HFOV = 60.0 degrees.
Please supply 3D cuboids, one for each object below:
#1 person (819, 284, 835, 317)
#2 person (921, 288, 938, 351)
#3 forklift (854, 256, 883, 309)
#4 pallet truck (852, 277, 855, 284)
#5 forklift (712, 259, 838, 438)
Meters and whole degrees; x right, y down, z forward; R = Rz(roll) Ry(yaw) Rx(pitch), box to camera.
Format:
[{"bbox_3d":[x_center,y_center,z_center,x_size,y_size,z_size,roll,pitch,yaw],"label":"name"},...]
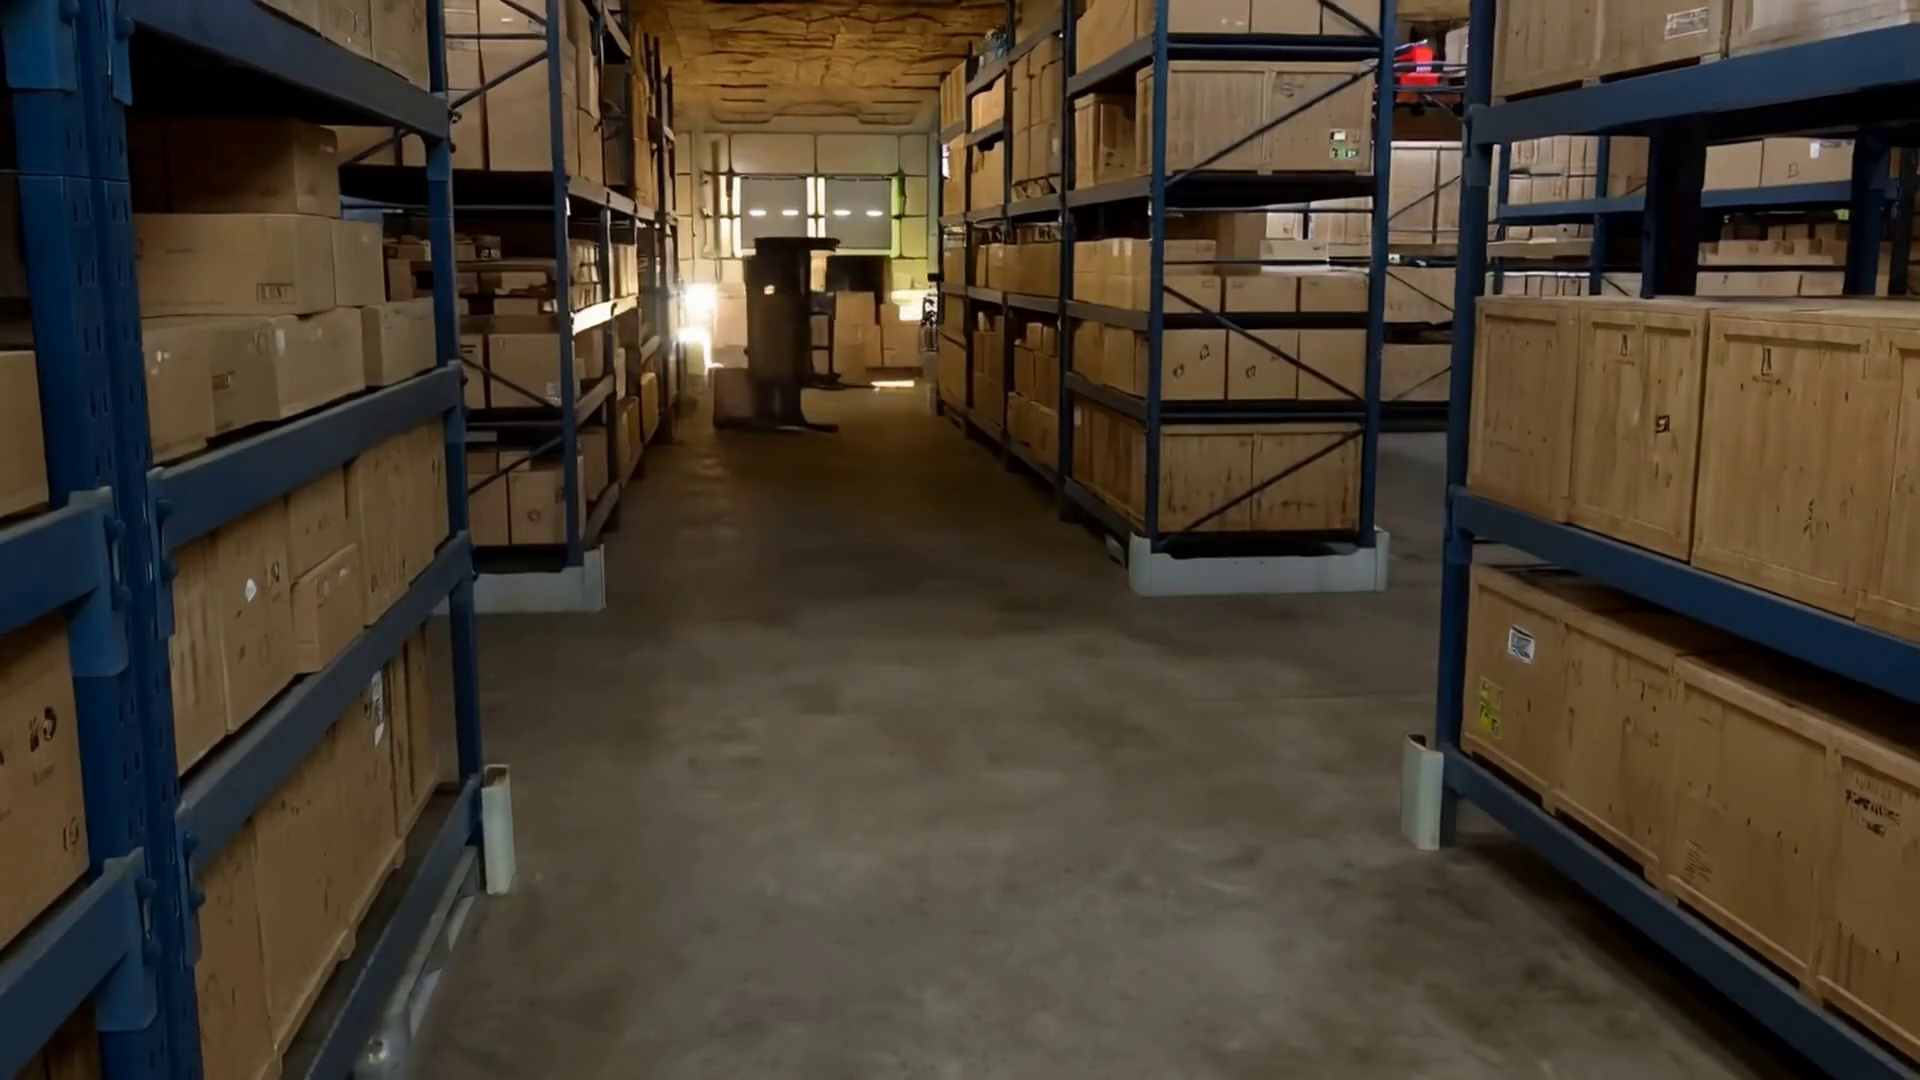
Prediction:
[{"bbox_3d":[-4.325,-7.414,54.511,0.634,1.929,0.378,3,10,15],"label":"person"},{"bbox_3d":[-0.831,-6.382,48.524,0.558,1.915,0.557,-4,10,-21],"label":"person"},{"bbox_3d":[-3.037,-8.050,55.429,1.129,2.768,1.873,-6,12,-33],"label":"forklift"},{"bbox_3d":[-3.782,-9.391,65.808,1.885,1.965,0.823,2,10,10],"label":"pallet truck"},{"bbox_3d":[-3.038,-3.123,26.748,1.873,2.768,1.129,8,13,40],"label":"forklift"}]
